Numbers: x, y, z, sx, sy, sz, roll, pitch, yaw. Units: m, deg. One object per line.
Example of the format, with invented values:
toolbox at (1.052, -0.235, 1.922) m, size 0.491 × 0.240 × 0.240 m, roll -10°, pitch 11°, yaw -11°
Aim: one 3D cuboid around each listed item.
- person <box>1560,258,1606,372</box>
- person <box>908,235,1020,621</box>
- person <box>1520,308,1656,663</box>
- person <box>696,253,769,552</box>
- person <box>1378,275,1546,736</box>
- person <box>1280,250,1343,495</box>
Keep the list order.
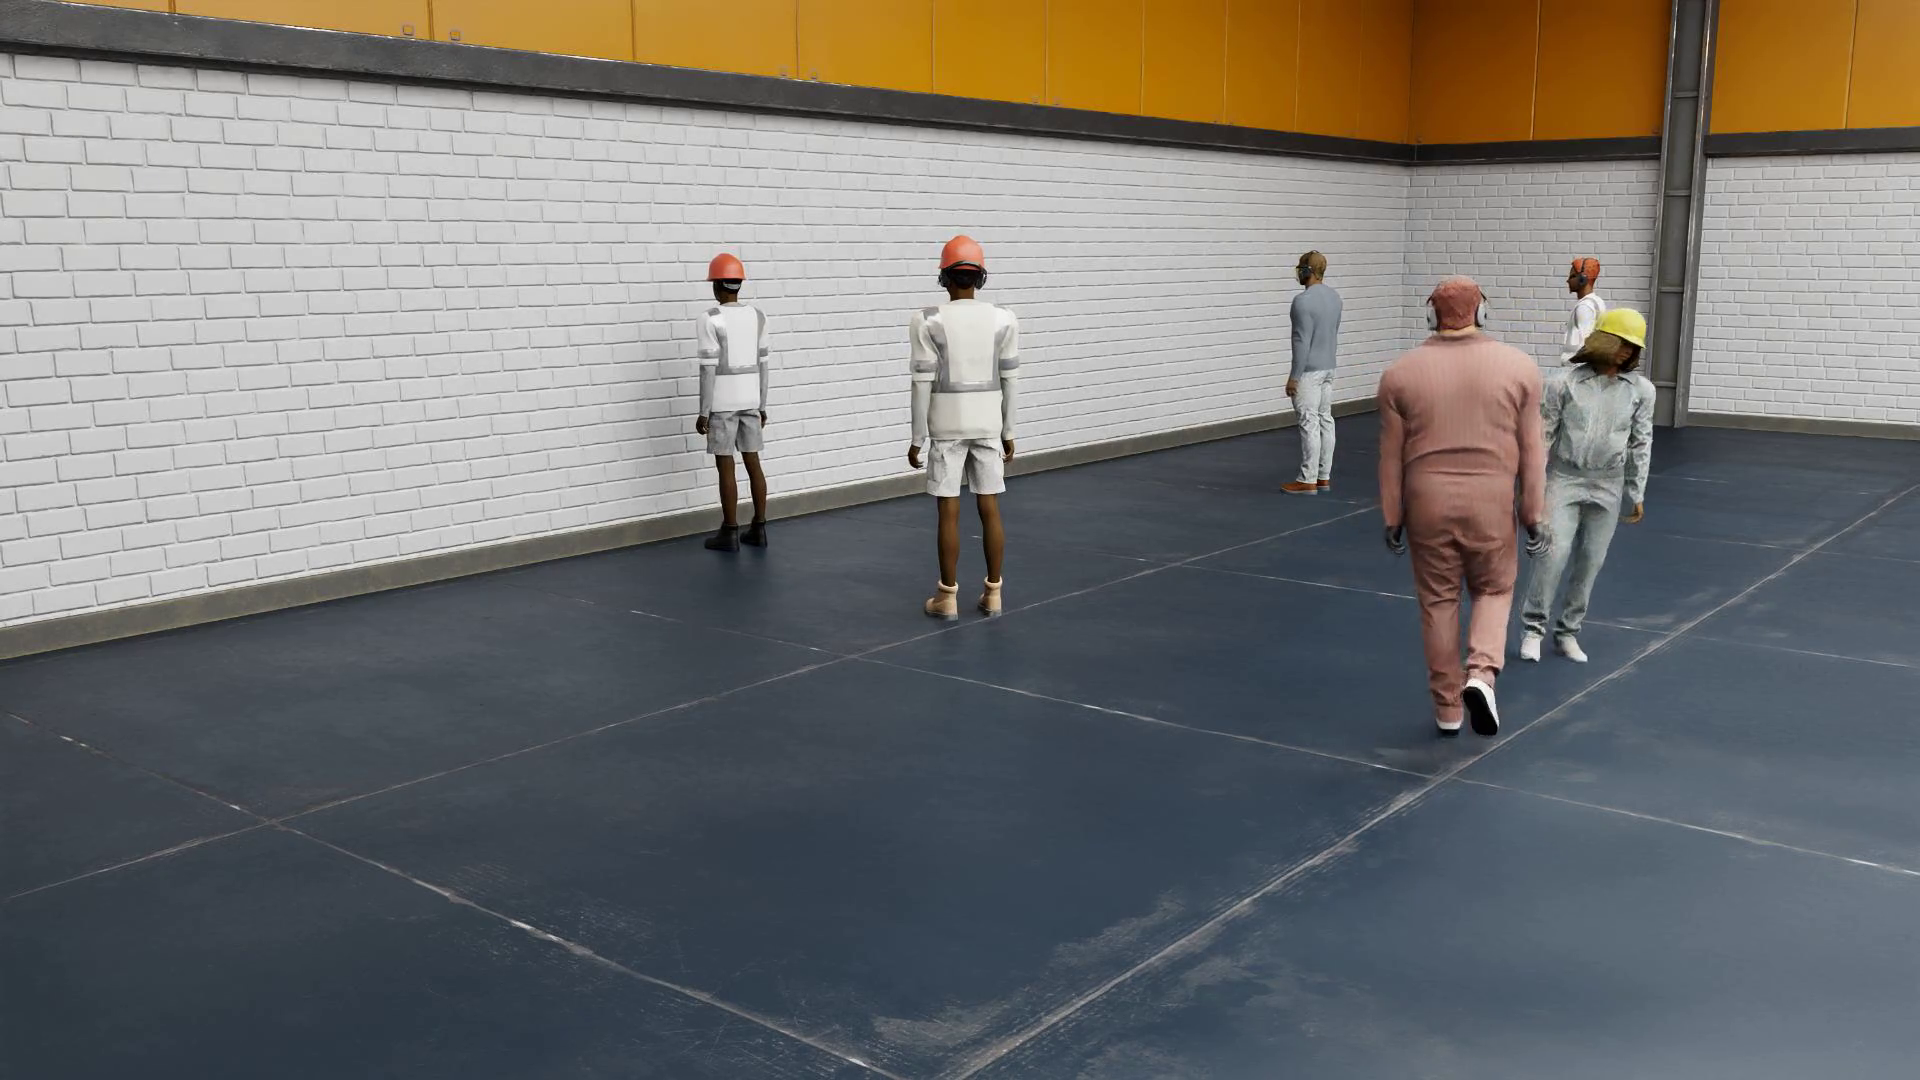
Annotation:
person at (4.911, -1.277, 13.147) m, size 0.359 × 1.882 × 0.575 m, roll 5°, pitch 11°, yaw 27°
person at (0.011, -0.589, 8.882) m, size 0.605 × 2.045 × 0.377 m, roll -3°, pitch 11°, yaw -17°
person at (2.993, -0.245, 7.907) m, size 0.523 × 1.708 × 0.419 m, roll 2°, pitch 10°, yaw 8°
person at (-1.502, -0.894, 10.871) m, size 0.549 × 1.936 × 0.376 m, roll -10°, pitch 14°, yaw -43°
person at (2.005, -0.115, 6.697) m, size 0.669 × 1.884 × 0.503 m, roll 3°, pitch 11°, yaw 18°
person at (2.806, -1.331, 13.288) m, size 0.372 × 1.941 × 0.627 m, roll 9°, pitch 13°, yaw 39°
